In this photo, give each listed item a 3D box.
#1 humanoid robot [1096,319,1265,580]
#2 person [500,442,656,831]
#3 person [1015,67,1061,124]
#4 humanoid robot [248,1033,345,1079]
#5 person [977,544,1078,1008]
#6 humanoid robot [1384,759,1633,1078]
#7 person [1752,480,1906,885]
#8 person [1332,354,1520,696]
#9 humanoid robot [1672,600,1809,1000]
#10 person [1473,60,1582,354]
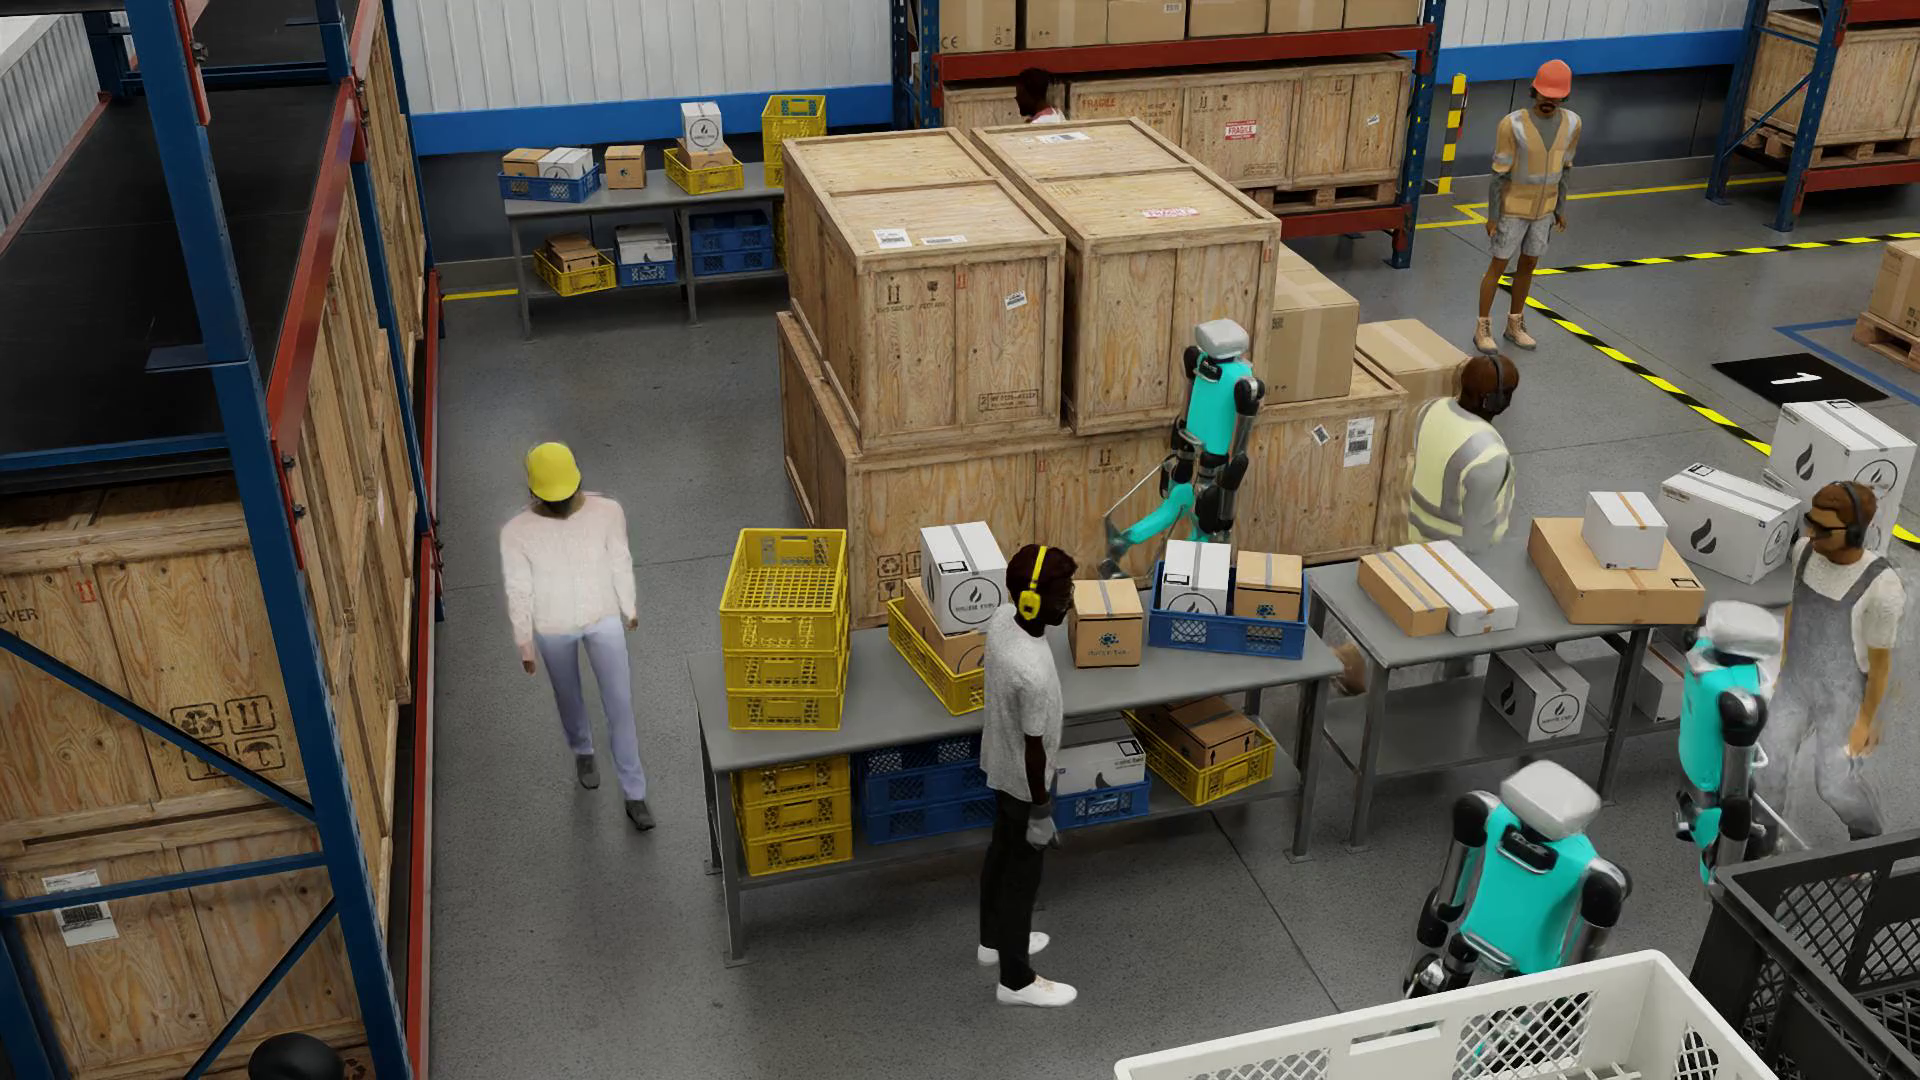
[{"bbox_3d":[1.023,-0.163,7.899,0.903,1.772,0.543,-13,32,-23],"label":"humanoid robot"},{"bbox_3d":[-1.561,0.406,6.856,0.536,1.725,0.826,-10,31,-18],"label":"person"},{"bbox_3d":[0.640,-2.397,11.785,0.634,1.892,0.627,3,29,5],"label":"person"},{"bbox_3d":[-1.566,1.883,4.226,0.315,1.654,0.599,-7,30,-13],"label":"humanoid robot"},{"bbox_3d":[0.238,0.844,5.933,0.329,1.863,0.507,-7,30,-12],"label":"person"},{"bbox_3d":[1.419,1.537,4.864,0.796,1.842,0.557,-22,36,-35],"label":"humanoid robot"},{"bbox_3d":[3.450,0.567,6.500,0.675,1.814,0.536,-10,30,-17],"label":"person"},{"bbox_3d":[2.163,0.012,7.502,0.729,1.816,0.623,-7,30,-12],"label":"person"},{"bbox_3d":[2.751,1.069,5.750,0.735,1.887,0.530,3,29,5],"label":"humanoid robot"},{"bbox_3d":[3.906,-2.267,11.402,0.607,2.036,0.398,-7,30,-12],"label":"person"}]
